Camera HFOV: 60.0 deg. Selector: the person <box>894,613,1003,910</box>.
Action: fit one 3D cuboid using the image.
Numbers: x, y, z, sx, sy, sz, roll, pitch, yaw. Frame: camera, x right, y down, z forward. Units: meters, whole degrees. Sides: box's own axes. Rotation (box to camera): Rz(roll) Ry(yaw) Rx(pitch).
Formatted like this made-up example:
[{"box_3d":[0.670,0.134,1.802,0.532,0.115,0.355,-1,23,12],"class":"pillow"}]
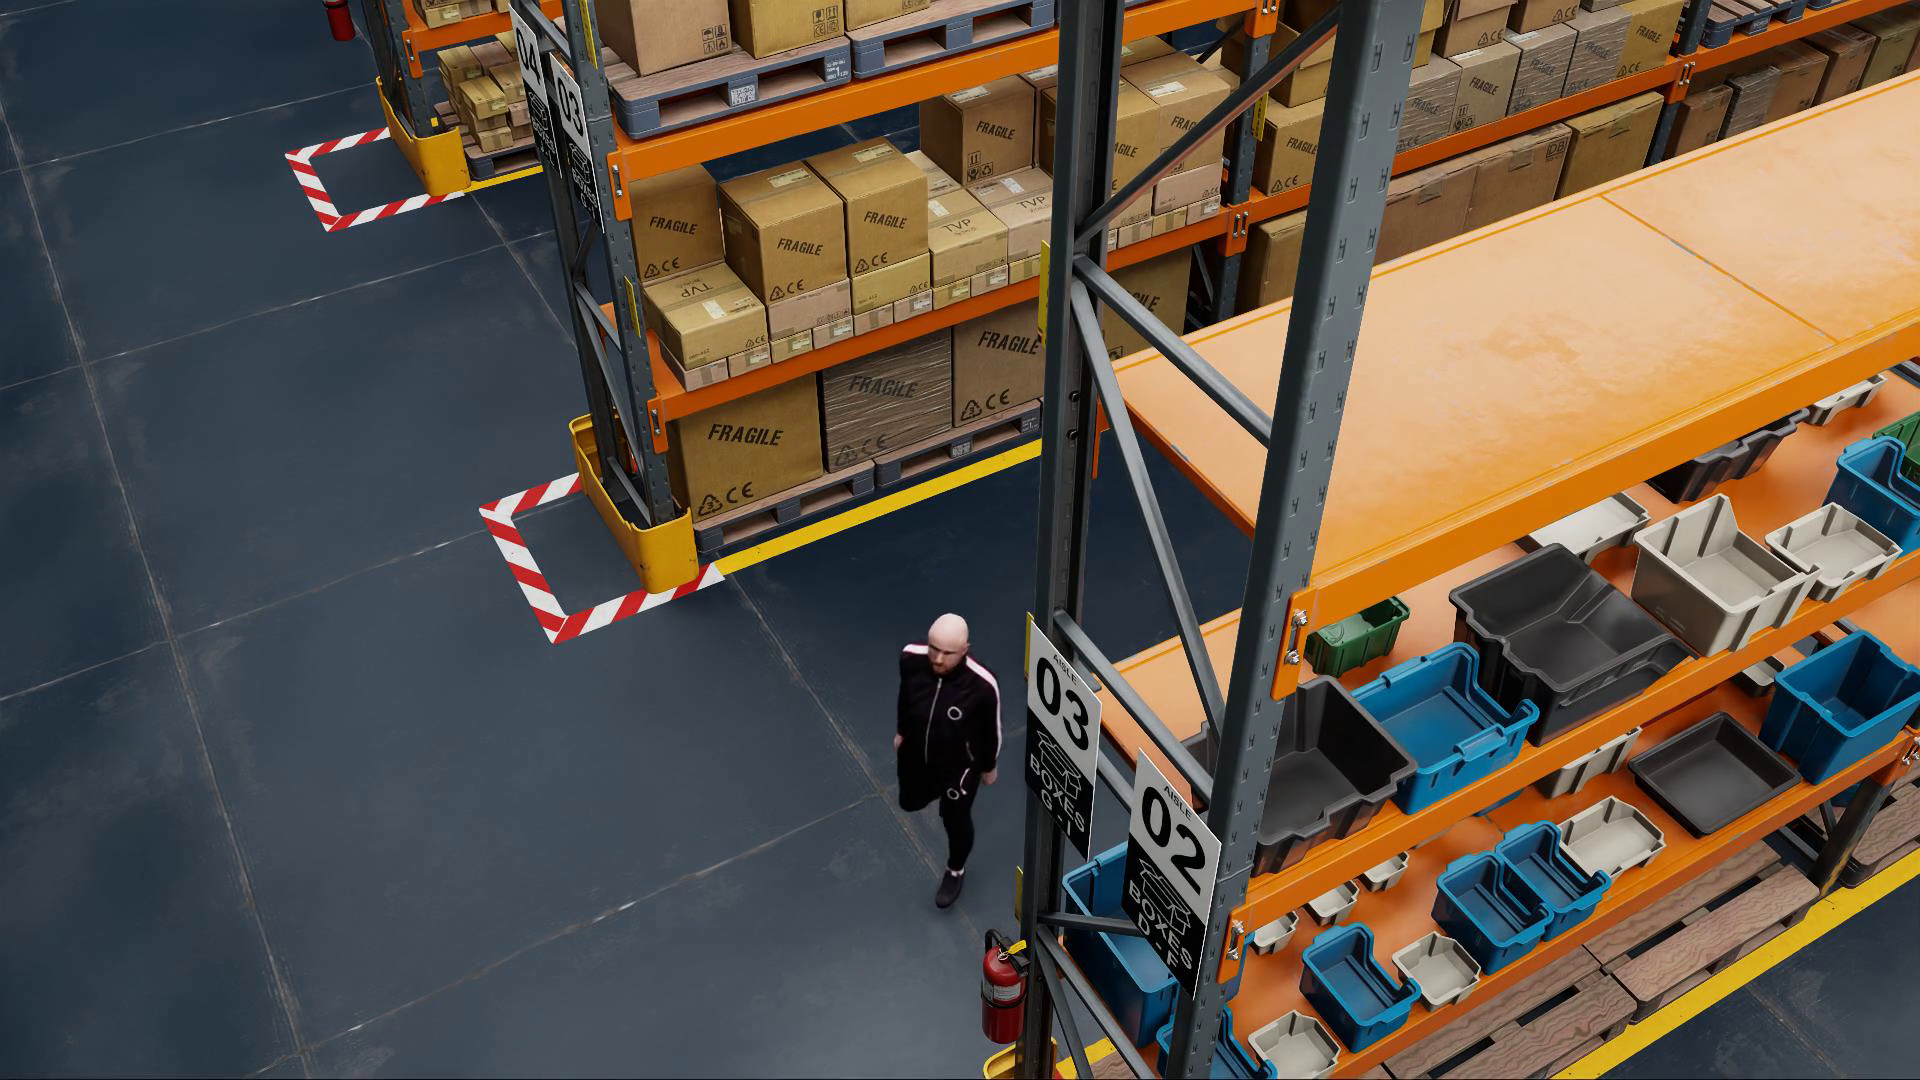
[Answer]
[{"box_3d":[-0.032,0.938,7.775,0.938,1.817,1.034,19,46,20],"class":"person"}]
